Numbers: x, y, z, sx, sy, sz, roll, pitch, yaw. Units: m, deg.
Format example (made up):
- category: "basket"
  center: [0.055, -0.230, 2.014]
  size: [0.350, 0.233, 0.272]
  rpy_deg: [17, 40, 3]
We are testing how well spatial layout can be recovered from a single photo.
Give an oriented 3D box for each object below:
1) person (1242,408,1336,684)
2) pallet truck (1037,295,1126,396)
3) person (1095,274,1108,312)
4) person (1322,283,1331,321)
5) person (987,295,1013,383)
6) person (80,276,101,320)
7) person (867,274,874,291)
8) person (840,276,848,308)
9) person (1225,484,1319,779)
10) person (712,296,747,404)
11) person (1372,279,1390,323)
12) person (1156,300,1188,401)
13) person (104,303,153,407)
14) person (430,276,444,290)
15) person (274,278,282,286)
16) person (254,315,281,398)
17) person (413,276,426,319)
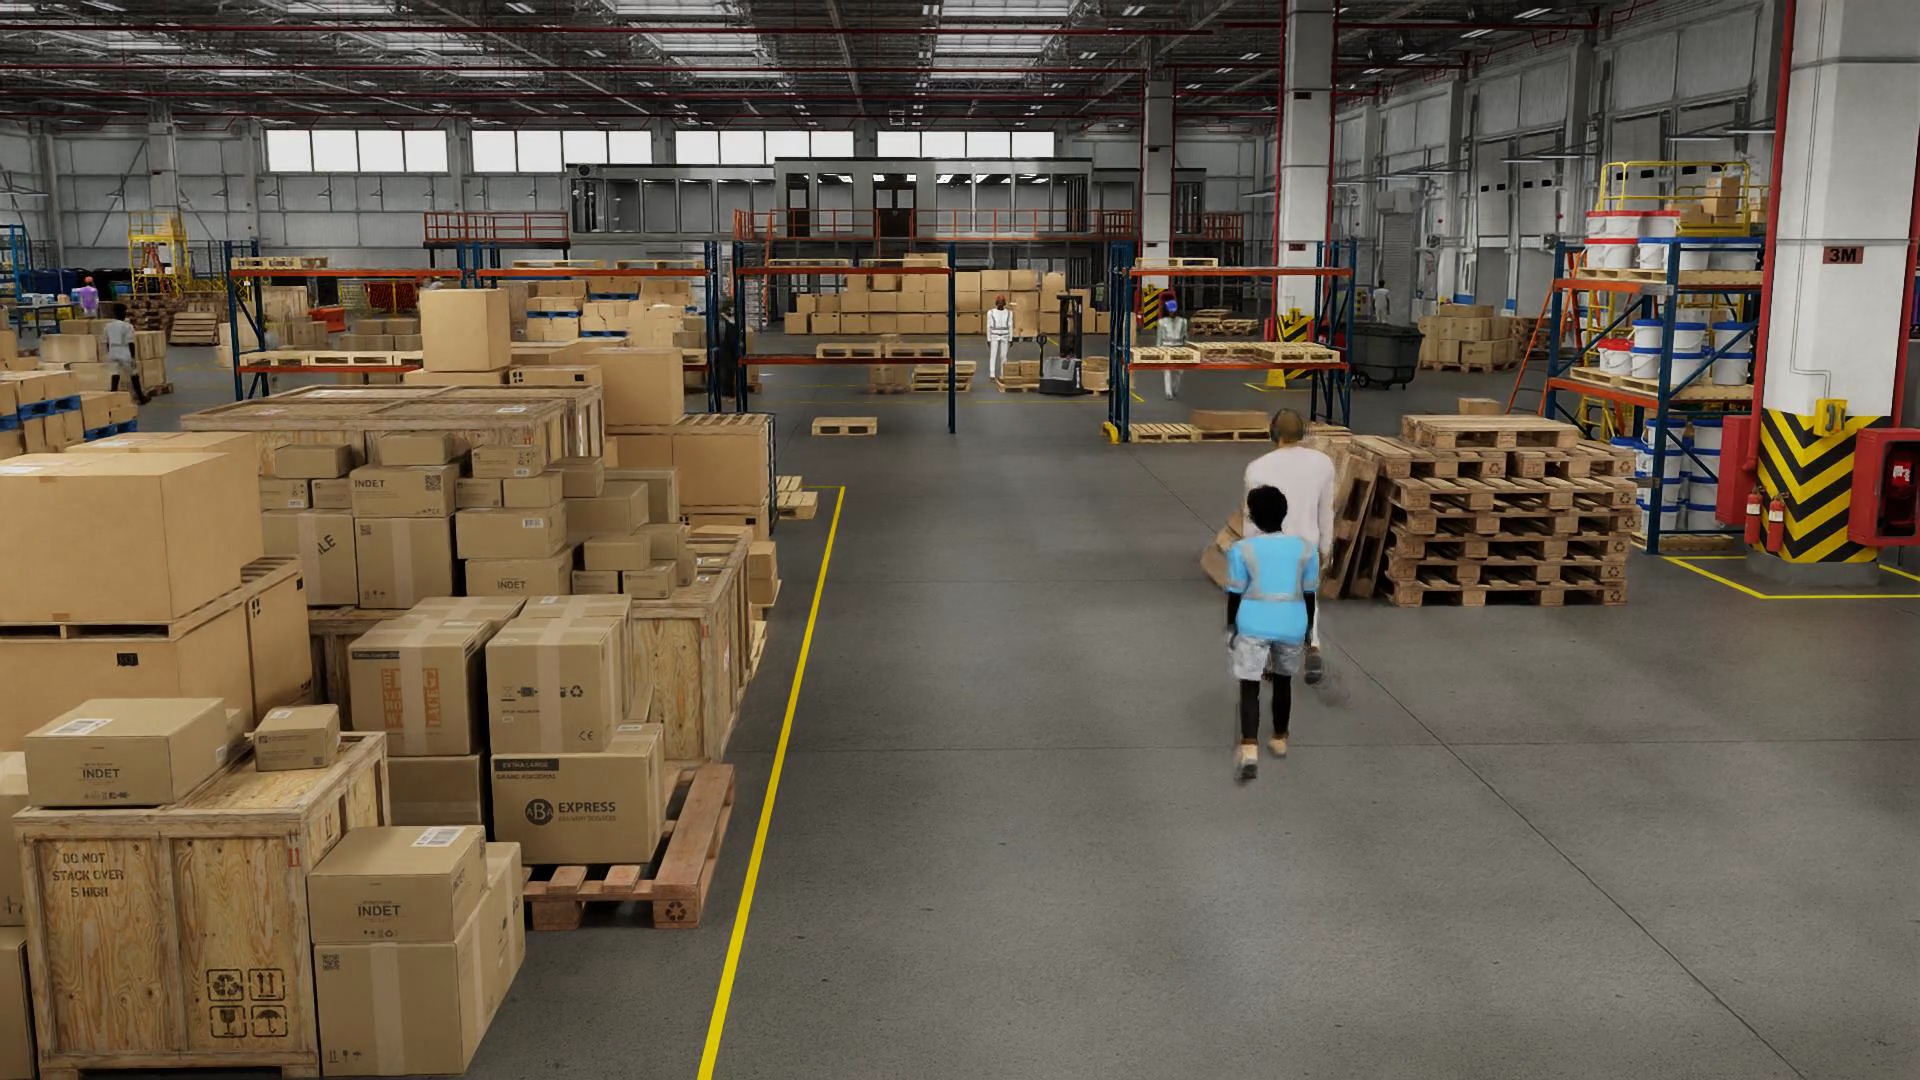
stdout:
- category: "person"
  center: [2.226, 0.072, 11.242]
  size: [0.649, 1.924, 0.589]
  rpy_deg: [-1, 10, -8]
- category: "pallet truck"
  center: [2.483, -3.881, 33.060]
  size: [1.885, 1.965, 0.823]
  rpy_deg: [-7, 13, -36]
- category: "person"
  center: [4.936, -8.298, 57.927]
  size: [0.391, 1.911, 0.584]
  rpy_deg: [-7, 12, -33]
- category: "person"
  center: [10.678, -6.631, 48.846]
  size: [0.652, 1.829, 0.446]
  rpy_deg: [-7, 12, -35]
- category: "person"
  center: [0.859, -4.337, 35.908]
  size: [0.573, 1.887, 0.355]
  rpy_deg: [-2, 10, -11]
- category: "person"
  center: [-28.011, -7.528, 53.586]
  size: [0.547, 1.921, 0.432]
  rpy_deg: [0, 10, 0]
- category: "person"
  center: [-3.295, -8.497, 58.984]
  size: [0.542, 1.928, 0.396]
  rpy_deg: [-3, 11, -18]
- category: "person"
  center: [-3.837, -8.125, 57.130]
  size: [0.886, 1.854, 0.581]
  rpy_deg: [-3, 11, -16]
- category: "person"
  center: [1.791, 0.520, 9.494]
  size: [0.556, 1.669, 0.768]
  rpy_deg: [0, 10, -3]
- category: "person"
  center: [-4.228, -3.562, 31.165]
  size: [0.833, 2.000, 0.711]
  rpy_deg: [7, 12, 35]
- category: "person"
  center: [13.352, -7.337, 52.707]
  size: [0.561, 1.855, 0.400]
  rpy_deg: [4, 11, 20]
- category: "person"
  center: [4.046, -3.610, 31.728]
  size: [0.644, 1.926, 0.505]
  rpy_deg: [-1, 10, -3]
- category: "person"
  center: [-15.144, -3.329, 30.196]
  size: [0.630, 1.914, 0.969]
  rpy_deg: [2, 10, 9]
- category: "person"
  center: [-20.003, -9.305, 63.832]
  size: [0.583, 1.801, 0.887]
  rpy_deg: [1, 10, 4]
- category: "person"
  center: [-24.807, -8.704, 60.748]
  size: [0.516, 1.708, 0.541]
  rpy_deg: [3, 10, 14]
- category: "person"
  center: [-11.494, -2.797, 27.465]
  size: [0.728, 1.833, 0.623]
  rpy_deg: [-5, 11, -25]
- category: "person"
  center: [-16.508, -7.123, 51.208]
  size: [0.773, 1.974, 0.628]
  rpy_deg: [-8, 13, -39]
